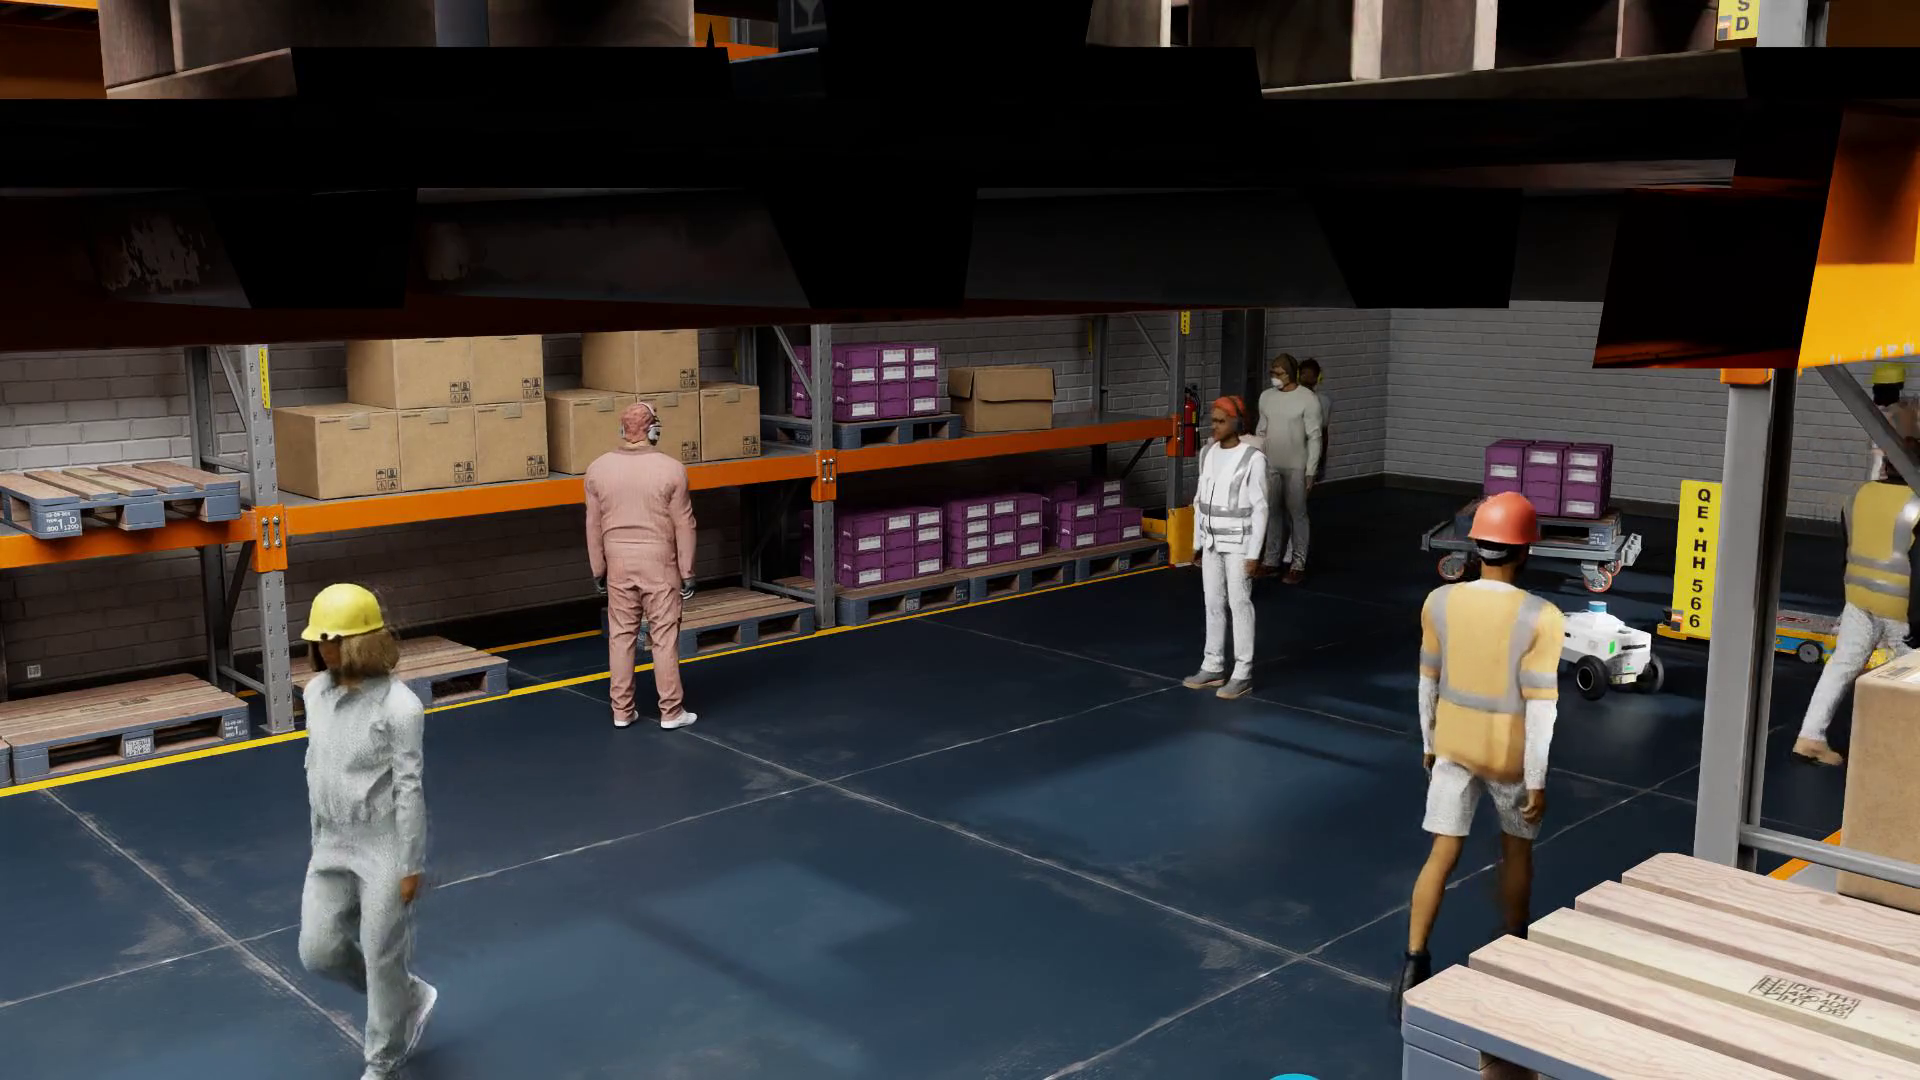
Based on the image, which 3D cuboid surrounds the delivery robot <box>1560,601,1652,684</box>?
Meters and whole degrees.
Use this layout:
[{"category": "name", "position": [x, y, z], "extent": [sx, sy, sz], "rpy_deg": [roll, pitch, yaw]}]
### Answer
[{"category": "delivery robot", "position": [4.021, 0.630, 10.521], "extent": [0.477, 0.478, 0.707], "rpy_deg": [-3, 10, -18]}]

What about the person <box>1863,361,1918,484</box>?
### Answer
[{"category": "person", "position": [7.280, -0.452, 13.140], "extent": [0.609, 1.915, 0.416], "rpy_deg": [-9, 13, -41]}]

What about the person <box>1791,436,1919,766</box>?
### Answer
[{"category": "person", "position": [4.941, 0.342, 8.916], "extent": [0.975, 1.796, 0.644], "rpy_deg": [-3, 10, -19]}]

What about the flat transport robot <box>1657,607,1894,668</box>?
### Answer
[{"category": "flat transport robot", "position": [5.708, 0.636, 11.589], "extent": [0.652, 0.197, 1.431], "rpy_deg": [-9, 13, -42]}]

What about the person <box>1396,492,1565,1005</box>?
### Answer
[{"category": "person", "position": [1.913, 0.765, 6.114], "extent": [0.559, 1.895, 0.976], "rpy_deg": [9, 13, 41]}]

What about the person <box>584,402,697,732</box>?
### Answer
[{"category": "person", "position": [-1.819, 0.157, 9.621], "extent": [0.652, 1.904, 0.402], "rpy_deg": [2, 10, 11]}]

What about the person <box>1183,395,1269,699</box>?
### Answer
[{"category": "person", "position": [1.663, 0.039, 10.367], "extent": [0.337, 1.883, 0.584], "rpy_deg": [-7, 12, -34]}]

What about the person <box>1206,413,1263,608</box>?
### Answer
[{"category": "person", "position": [2.093, -0.274, 13.007], "extent": [0.513, 1.610, 0.629], "rpy_deg": [9, 13, 42]}]

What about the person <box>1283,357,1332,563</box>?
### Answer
[{"category": "person", "position": [3.065, -0.734, 15.009], "extent": [0.551, 1.847, 0.591], "rpy_deg": [4, 11, 23]}]

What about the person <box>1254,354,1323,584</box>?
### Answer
[{"category": "person", "position": [2.739, -0.598, 13.960], "extent": [0.369, 1.931, 0.630], "rpy_deg": [-8, 13, -41]}]

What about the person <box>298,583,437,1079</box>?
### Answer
[{"category": "person", "position": [-1.879, 0.974, 5.323], "extent": [0.502, 1.728, 0.432], "rpy_deg": [5, 11, 26]}]
